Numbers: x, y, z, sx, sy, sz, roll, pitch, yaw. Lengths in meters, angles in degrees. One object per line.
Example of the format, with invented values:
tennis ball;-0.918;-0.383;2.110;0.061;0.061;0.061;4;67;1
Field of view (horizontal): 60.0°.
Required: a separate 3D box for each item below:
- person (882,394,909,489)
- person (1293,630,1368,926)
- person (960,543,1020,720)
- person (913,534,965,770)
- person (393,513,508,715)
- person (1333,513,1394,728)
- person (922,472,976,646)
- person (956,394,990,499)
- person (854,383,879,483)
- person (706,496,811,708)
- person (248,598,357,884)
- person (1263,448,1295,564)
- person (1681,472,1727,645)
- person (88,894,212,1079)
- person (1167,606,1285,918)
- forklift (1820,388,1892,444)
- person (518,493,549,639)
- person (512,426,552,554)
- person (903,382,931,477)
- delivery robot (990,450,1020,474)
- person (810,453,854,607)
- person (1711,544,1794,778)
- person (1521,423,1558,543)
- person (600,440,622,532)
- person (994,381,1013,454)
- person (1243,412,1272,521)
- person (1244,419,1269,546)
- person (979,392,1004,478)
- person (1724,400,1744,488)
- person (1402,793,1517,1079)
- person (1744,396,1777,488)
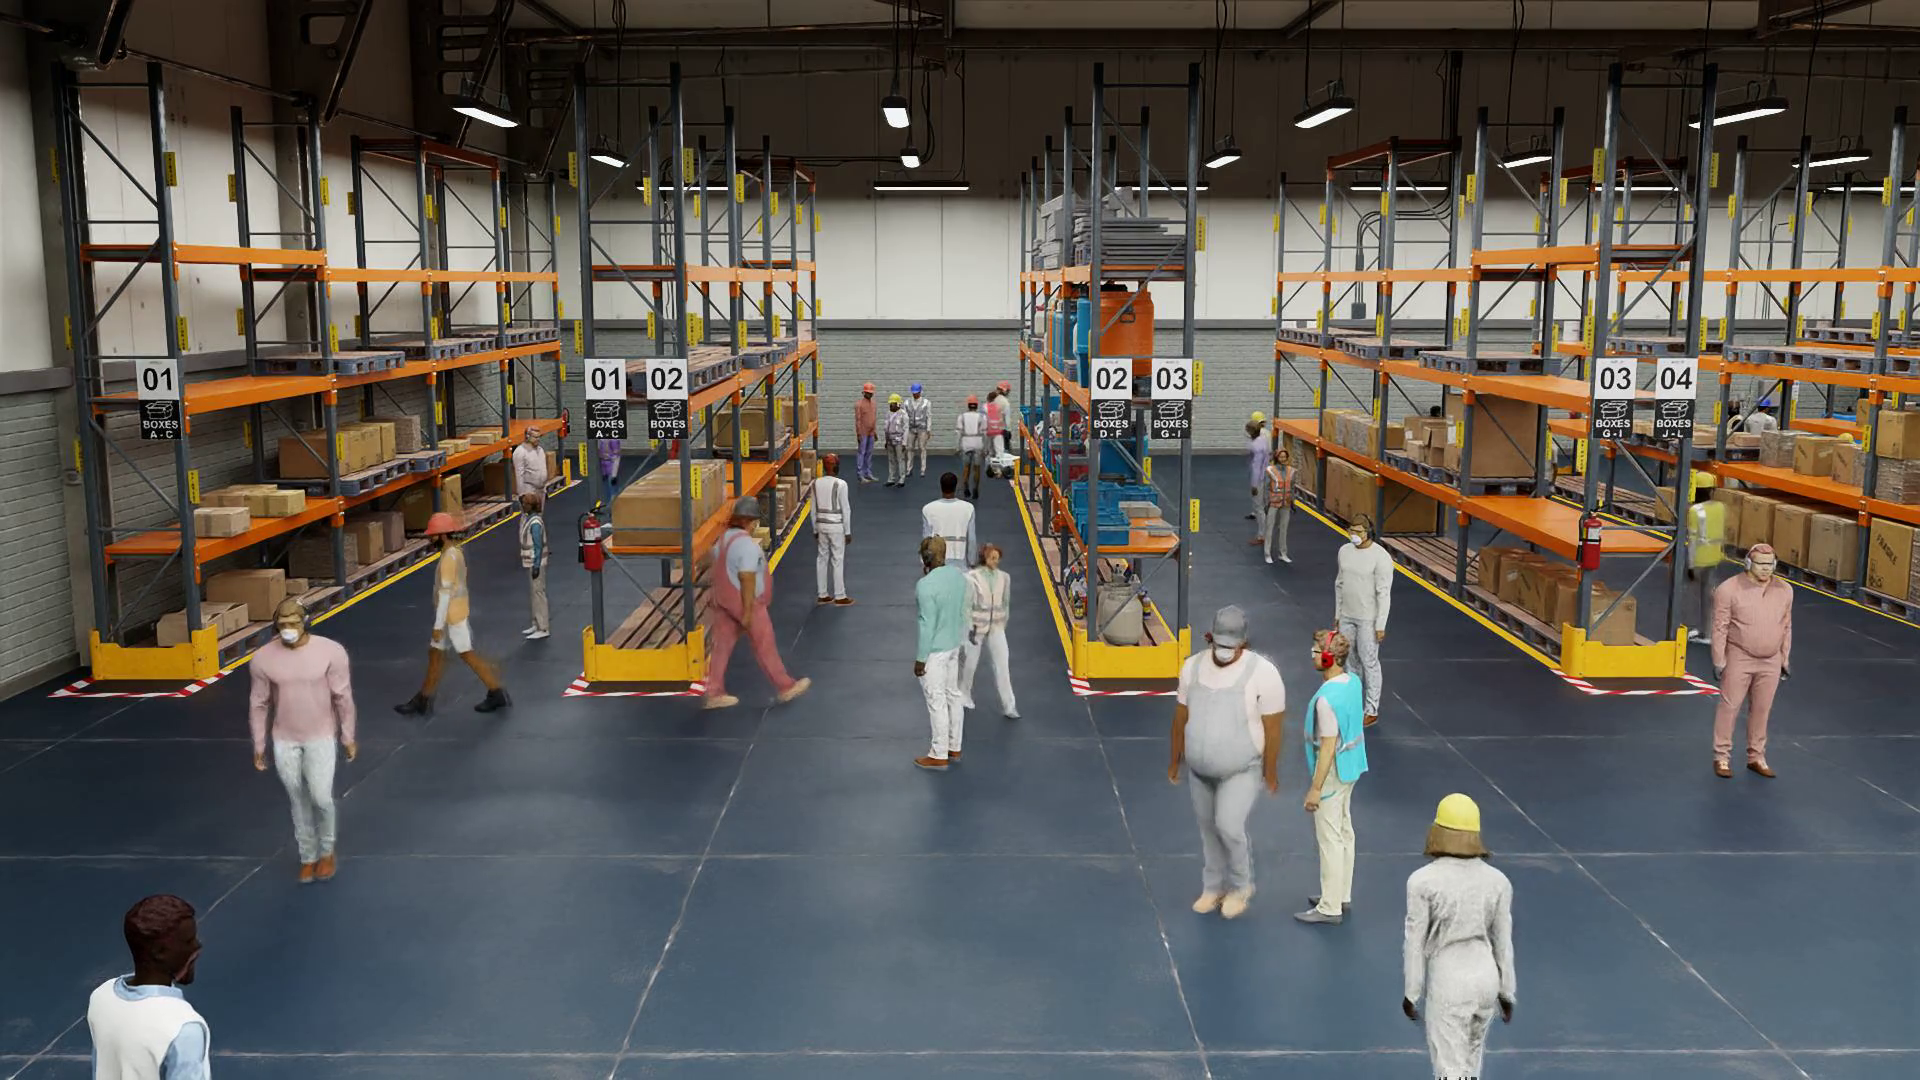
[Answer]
person;-1.251;-1.904;32.061;0.588;1.833;0.404;8;12;41
person;2.316;1.469;10.314;0.388;1.848;0.564;5;10;29
person;0.248;0.820;15.299;0.516;1.596;0.830;-4;10;-23
person;-0.175;0.910;13.619;0.352;1.936;0.635;5;10;28
person;-4.670;0.685;15.253;1.011;1.886;0.566;-3;9;-16
person;3.603;0.710;14.940;0.375;1.933;0.625;-5;10;-30
person;-0.119;0.216;18.148;0.592;1.920;0.392;-1;9;-5
person;0.241;-1.719;30.614;0.578;1.913;0.552;2;9;10
person;-1.839;-2.127;32.992;0.392;1.988;0.609;6;11;35
person;-1.951;0.548;15.622;1.008;2.000;0.700;-7;11;-36
person;-4.338;1.332;10.947;0.659;1.923;0.472;-1;9;-4
person;4.516;-0.485;23.551;0.510;1.640;0.307;-3;9;-19
person;8.115;0.201;18.281;0.594;1.912;0.499;-4;10;-23
person;-2.739;2.153;5.694;0.591;1.916;0.379;6;11;34
person;1.624;1.364;10.370;0.718;2.000;0.537;7;12;40
forklift;20.072;-3.110;36.462;1.873;2.768;1.129;0;9;0
person;-4.765;0.288;18.600;0.312;1.635;0.535;-4;10;-22
person;-6.180;-0.703;24.102;0.410;1.906;0.642;3;9;19
person;-0.884;-2.246;33.923;0.603;1.938;0.401;2;9;13
delivery robot;0.936;-1.582;33.783;0.477;0.478;0.707;7;11;37
person;-1.576;-0.122;20.435;0.572;1.883;0.355;6;11;33
person;6.368;0.969;13.350;0.651;1.904;0.402;0;9;-2
person;8.807;-0.852;25.173;0.330;1.872;0.512;-4;10;-25
person;-5.610;-1.099;26.577;0.382;1.924;0.594;-5;10;-27
person;0.847;-2.261;33.968;0.502;1.975;0.658;-5;10;-27
person;4.996;-1.236;27.815;0.408;1.819;0.604;6;11;34
person;4.485;-0.868;25.121;0.407;1.924;0.675;2;9;12
person;0.698;-2.146;33.964;0.640;1.746;1.128;0;9;-3
person;13.966;-1.612;30.150;0.429;1.842;0.636;2;9;10
person;2.238;2.007;7.377;0.496;1.693;0.652;-2;9;-13
person;14.265;-1.589;29.661;0.384;1.948;0.605;-7;11;-38
